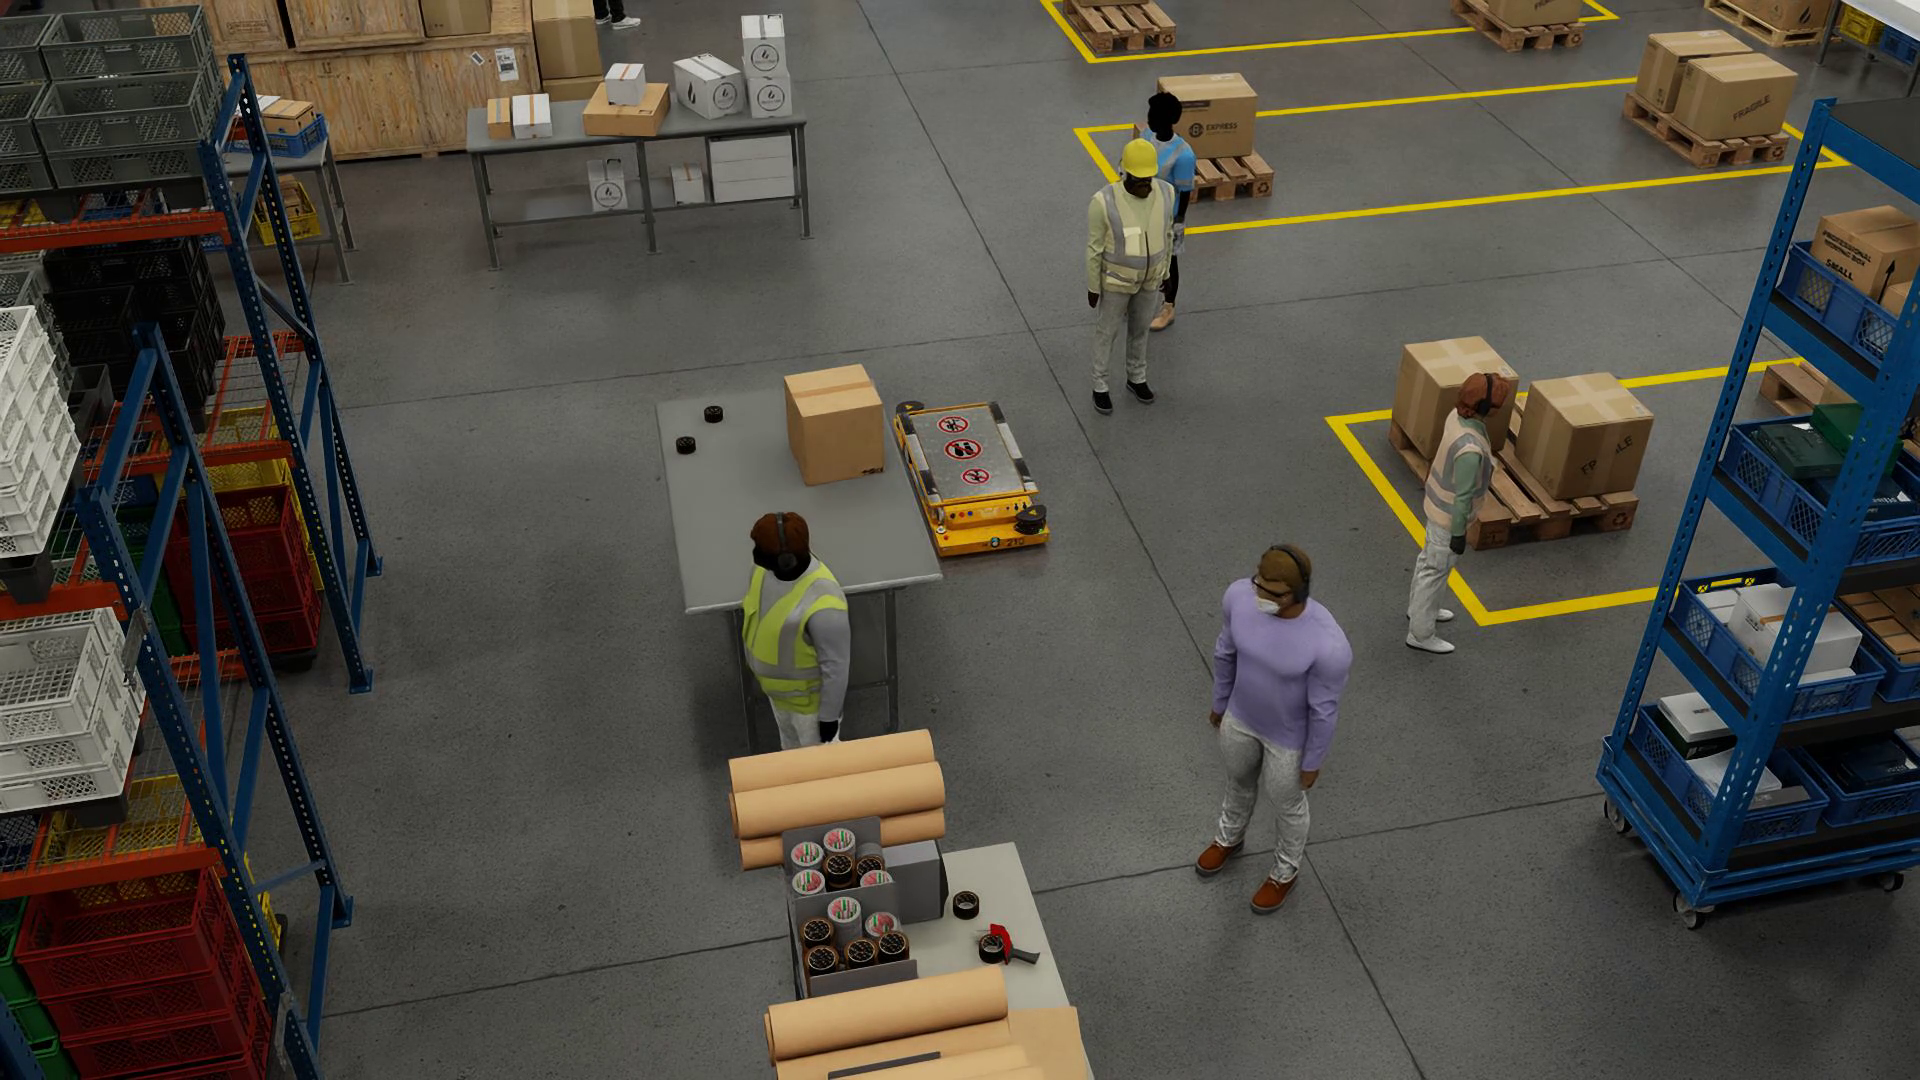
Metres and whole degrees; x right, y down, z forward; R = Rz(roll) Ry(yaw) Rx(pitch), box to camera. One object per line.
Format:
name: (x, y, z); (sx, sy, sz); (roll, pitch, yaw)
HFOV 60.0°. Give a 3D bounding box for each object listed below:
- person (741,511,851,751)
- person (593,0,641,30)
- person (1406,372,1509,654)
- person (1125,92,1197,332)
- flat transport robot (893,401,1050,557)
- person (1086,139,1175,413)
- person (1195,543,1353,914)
person: (-0.724, 0.628, 7.384); (0.430, 1.841, 0.624); (-22, 42, -26)
person: (-3.498, -5.956, 16.173); (0.611, 1.913, 0.384); (27, 44, 31)
person: (2.542, -0.147, 8.596); (0.310, 1.634, 0.514); (6, 37, 8)
person: (1.358, -2.249, 11.366); (0.322, 1.696, 0.530); (-23, 43, -28)
flat transport robot: (0.046, -0.430, 10.108); (0.652, 0.197, 1.431); (-8, 37, -10)
person: (1.077, -1.659, 10.461); (0.601, 1.830, 0.404); (-14, 39, -18)
person: (1.324, 0.788, 7.098); (0.371, 1.931, 0.624); (-29, 46, -33)
